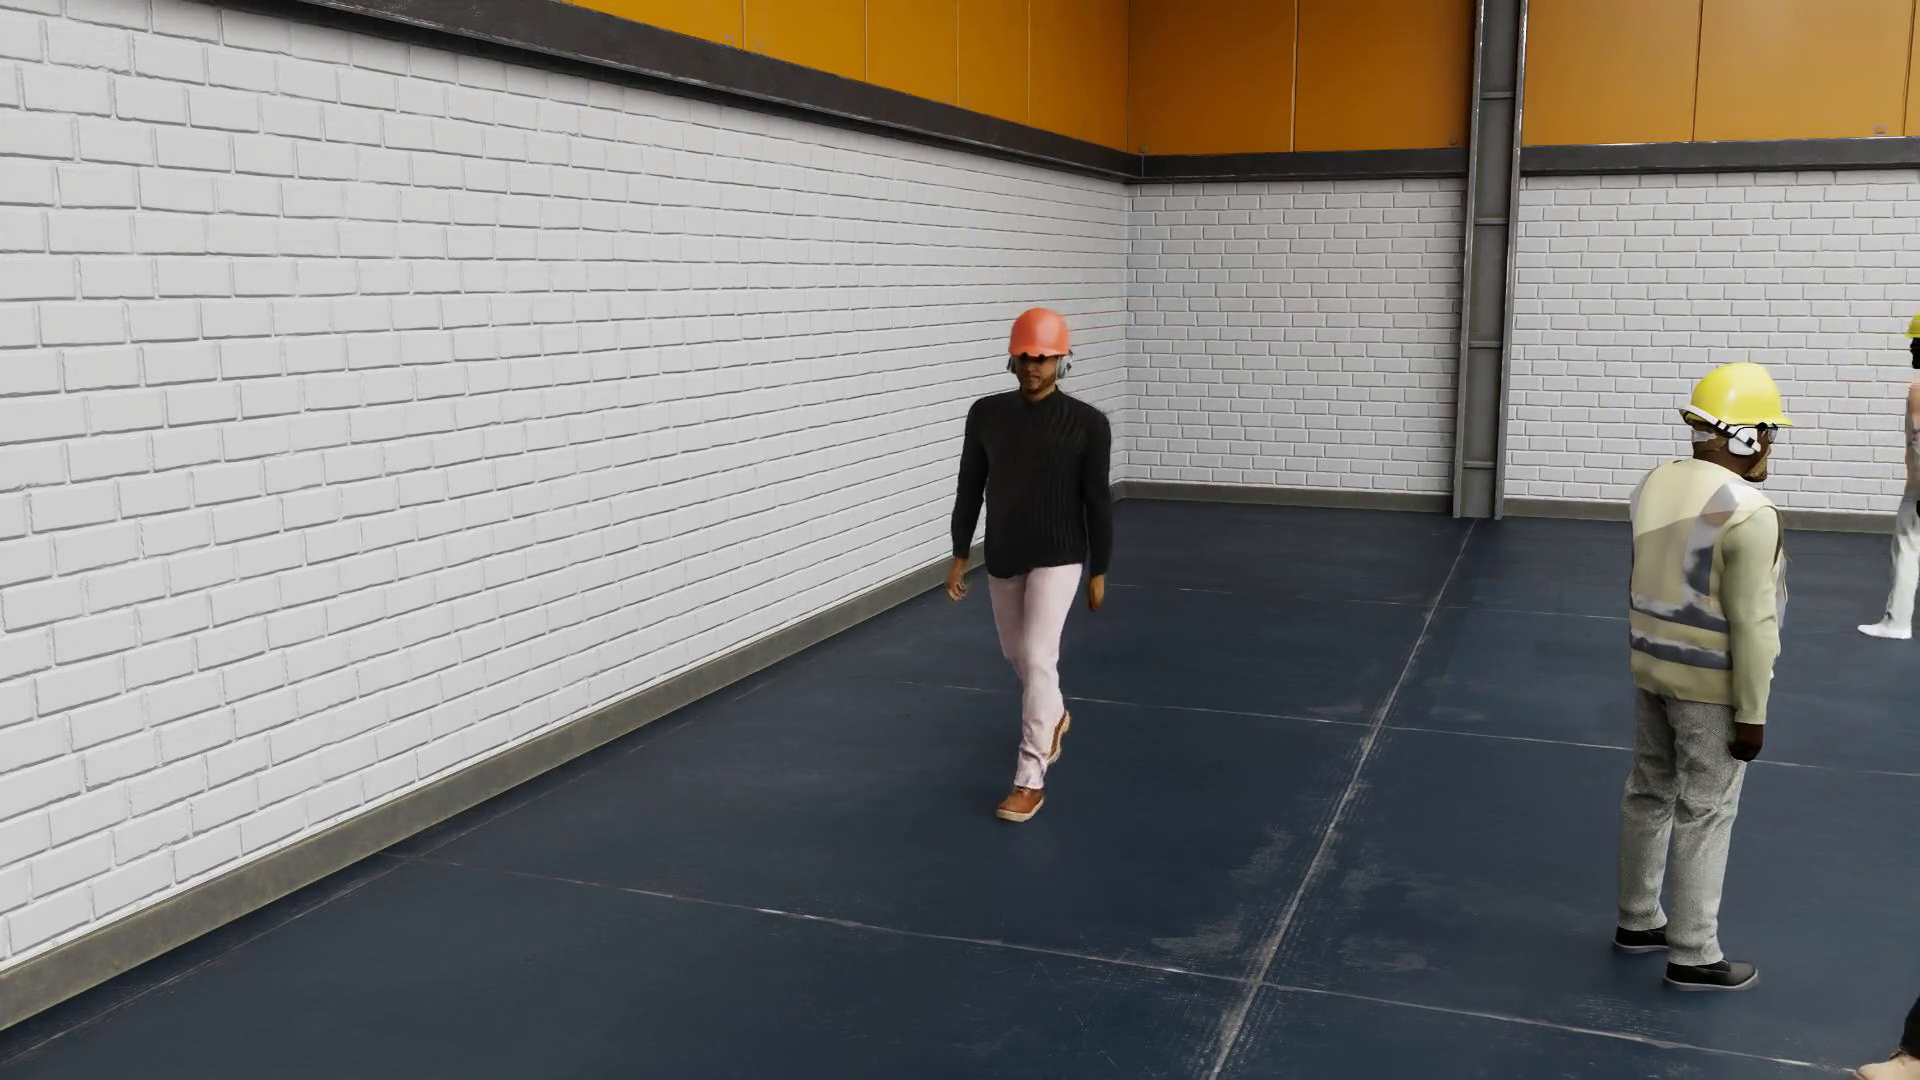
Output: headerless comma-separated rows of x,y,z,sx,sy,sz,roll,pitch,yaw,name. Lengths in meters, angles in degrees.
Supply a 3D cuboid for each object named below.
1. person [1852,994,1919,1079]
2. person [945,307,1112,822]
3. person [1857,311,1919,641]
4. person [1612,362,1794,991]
2.585,0.429,3.961,0.536,2.000,0.691,-2,9,-14,person
0.314,0.048,6.647,0.620,1.958,0.981,4,10,26,person
5.490,-0.337,9.203,0.596,1.902,0.786,-5,10,-28,person
2.169,0.398,4.850,0.403,1.825,0.592,-2,9,-11,person
